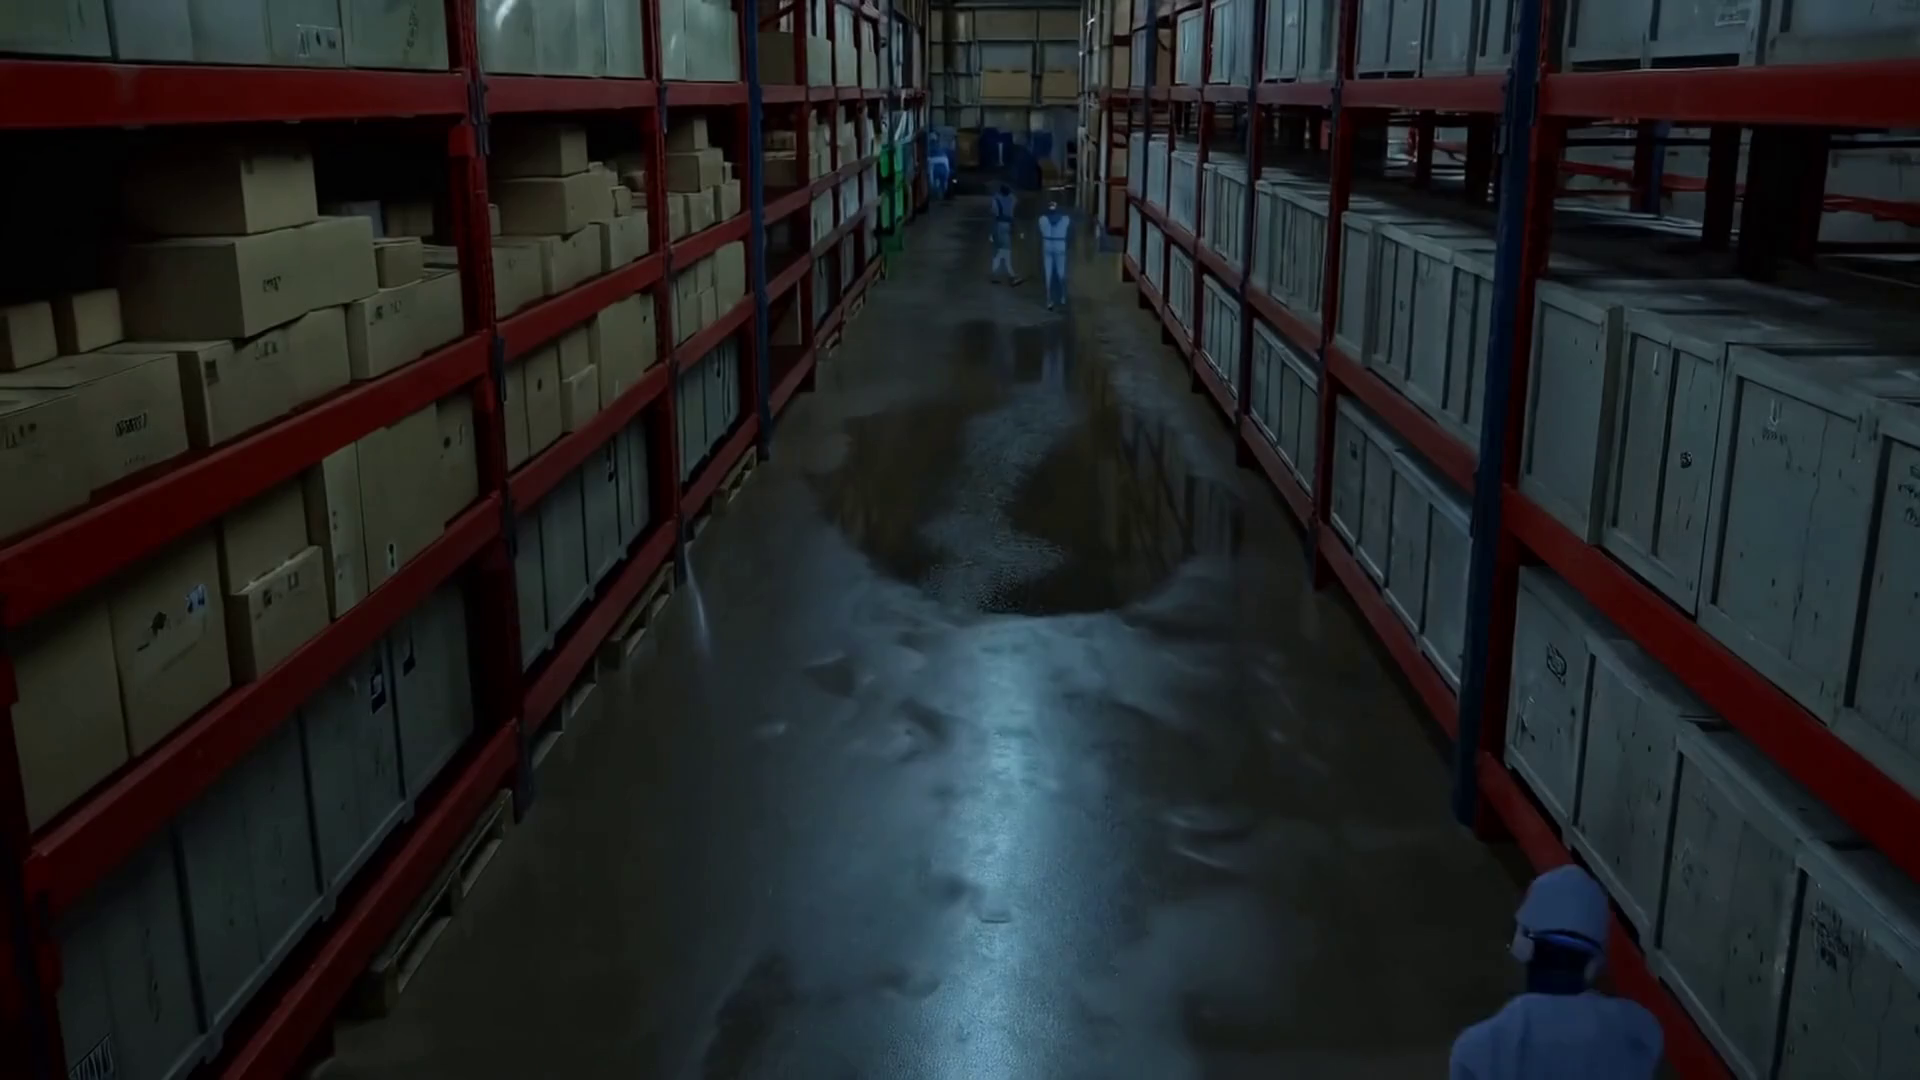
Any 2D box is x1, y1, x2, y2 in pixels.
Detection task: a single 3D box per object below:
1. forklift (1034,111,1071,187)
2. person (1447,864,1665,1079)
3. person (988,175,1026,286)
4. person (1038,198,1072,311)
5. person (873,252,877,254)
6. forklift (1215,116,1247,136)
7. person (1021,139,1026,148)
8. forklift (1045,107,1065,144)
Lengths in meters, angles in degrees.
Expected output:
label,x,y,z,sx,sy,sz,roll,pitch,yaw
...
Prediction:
label,x,y,z,sx,sy,sz,roll,pitch,yaw
forklift,3.585,-14.538,61.884,1.873,2.768,1.129,0,15,2
person,1.354,1.601,4.043,0.570,1.711,0.682,-3,15,-11
person,0.893,-5.695,30.663,1.039,1.986,0.620,12,19,39
person,1.568,-4.706,27.303,0.583,1.821,0.716,3,15,10
person,-2.233,-6.994,36.123,0.843,1.660,0.529,-1,15,-3
forklift,7.899,-11.064,48.958,1.129,2.768,1.873,0,15,2
person,2.700,-15.885,69.319,0.774,1.607,0.513,7,17,25
forklift,4.490,-19.078,78.776,1.129,2.768,1.873,-7,17,-24
